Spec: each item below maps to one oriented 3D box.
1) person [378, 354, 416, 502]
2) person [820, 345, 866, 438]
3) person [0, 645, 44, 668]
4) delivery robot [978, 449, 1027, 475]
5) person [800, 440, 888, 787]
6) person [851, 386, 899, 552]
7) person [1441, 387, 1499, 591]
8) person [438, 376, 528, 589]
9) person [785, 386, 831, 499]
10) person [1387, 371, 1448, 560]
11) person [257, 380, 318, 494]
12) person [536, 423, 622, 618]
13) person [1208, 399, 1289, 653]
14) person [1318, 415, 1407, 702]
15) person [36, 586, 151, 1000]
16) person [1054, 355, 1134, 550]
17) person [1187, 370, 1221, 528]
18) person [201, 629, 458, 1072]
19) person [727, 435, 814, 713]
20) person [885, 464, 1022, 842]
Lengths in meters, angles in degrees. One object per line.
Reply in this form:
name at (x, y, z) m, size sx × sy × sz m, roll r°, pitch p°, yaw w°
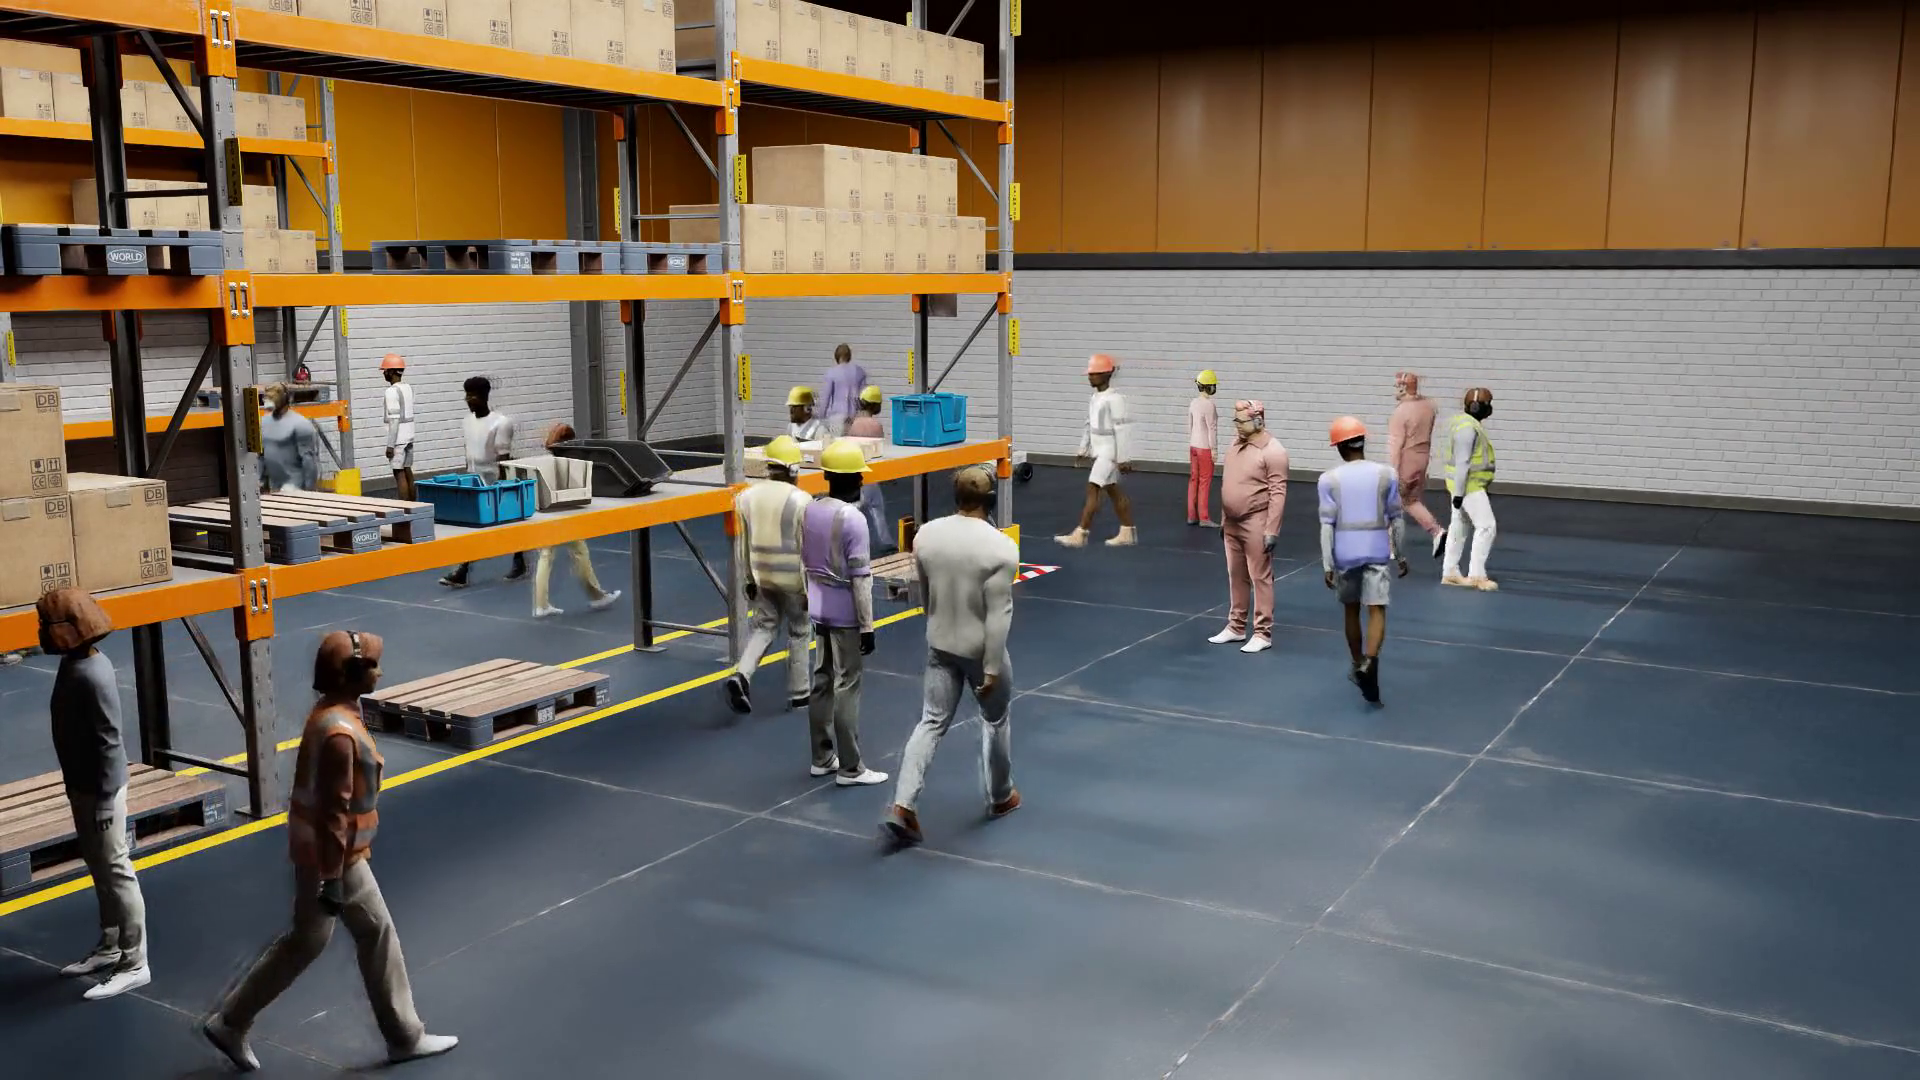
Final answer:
person at (-6.384, -1.142, 18.870) m, size 0.356 × 1.937 × 0.552 m, roll 1°, pitch 9°, yaw 3°
person at (-1.614, -1.700, 22.551) m, size 0.663 × 1.882 × 0.819 m, roll -7°, pitch 12°, yaw -39°
person at (-6.883, -0.067, 12.062) m, size 0.643 × 1.965 × 0.773 m, roll 6°, pitch 11°, yaw 31°
delivery robot at (0.573, -1.090, 22.556) m, size 0.707 × 0.478 × 0.477 m, roll -9°, pitch 13°, yaw -43°
person at (-0.656, 0.406, 9.244) m, size 0.370 × 1.927 × 0.588 m, roll -7°, pitch 12°, yaw -38°
person at (-0.961, -0.684, 16.705) m, size 0.907 × 1.724 × 0.526 m, roll -5°, pitch 10°, yaw -26°
person at (4.678, -0.459, 14.984) m, size 0.652 × 1.821 × 0.630 m, roll 3°, pitch 9°, yaw 16°
person at (-4.307, -0.525, 15.098) m, size 0.630 × 1.917 × 0.995 m, roll 4°, pitch 10°, yaw 26°
person at (-1.444, -0.562, 15.714) m, size 0.584 × 1.793 × 0.923 m, roll 8°, pitch 12°, yaw 41°
person at (4.450, -0.710, 16.331) m, size 0.657 × 1.884 × 0.638 m, roll -7°, pitch 12°, yaw -39°
person at (-6.017, -0.457, 14.722) m, size 0.629 × 1.888 × 1.023 m, roll 6°, pitch 11°, yaw 32°
person at (-3.234, -0.177, 13.873) m, size 0.523 × 1.592 × 0.801 m, roll 8°, pitch 12°, yaw 41°
person at (2.166, -0.109, 12.544) m, size 0.407 × 1.902 × 0.639 m, roll -5°, pitch 10°, yaw -29°
person at (2.698, 0.114, 11.166) m, size 0.607 × 1.898 × 0.852 m, roll 2°, pitch 9°, yaw 12°
person at (-3.425, 0.984, 6.549) m, size 0.280 × 1.631 × 0.504 m, roll -8°, pitch 12°, yaw -40°
person at (1.380, -0.900, 17.147) m, size 1.001 × 1.995 × 0.611 m, roll -2°, pitch 9°, yaw -12°
person at (2.743, -1.019, 18.637) m, size 0.313 × 1.769 × 0.523 m, roll -3°, pitch 10°, yaw -20°
person at (-2.273, 1.111, 5.871) m, size 0.809 × 1.598 × 0.557 m, roll -4°, pitch 10°, yaw -23°
person at (-1.185, 0.240, 10.618) m, size 0.592 × 1.817 × 0.687 m, roll 6°, pitch 11°, yaw 32°
person at (-0.005, 0.565, 8.388) m, size 0.625 × 1.903 × 0.989 m, roll 5°, pitch 10°, yaw 28°
